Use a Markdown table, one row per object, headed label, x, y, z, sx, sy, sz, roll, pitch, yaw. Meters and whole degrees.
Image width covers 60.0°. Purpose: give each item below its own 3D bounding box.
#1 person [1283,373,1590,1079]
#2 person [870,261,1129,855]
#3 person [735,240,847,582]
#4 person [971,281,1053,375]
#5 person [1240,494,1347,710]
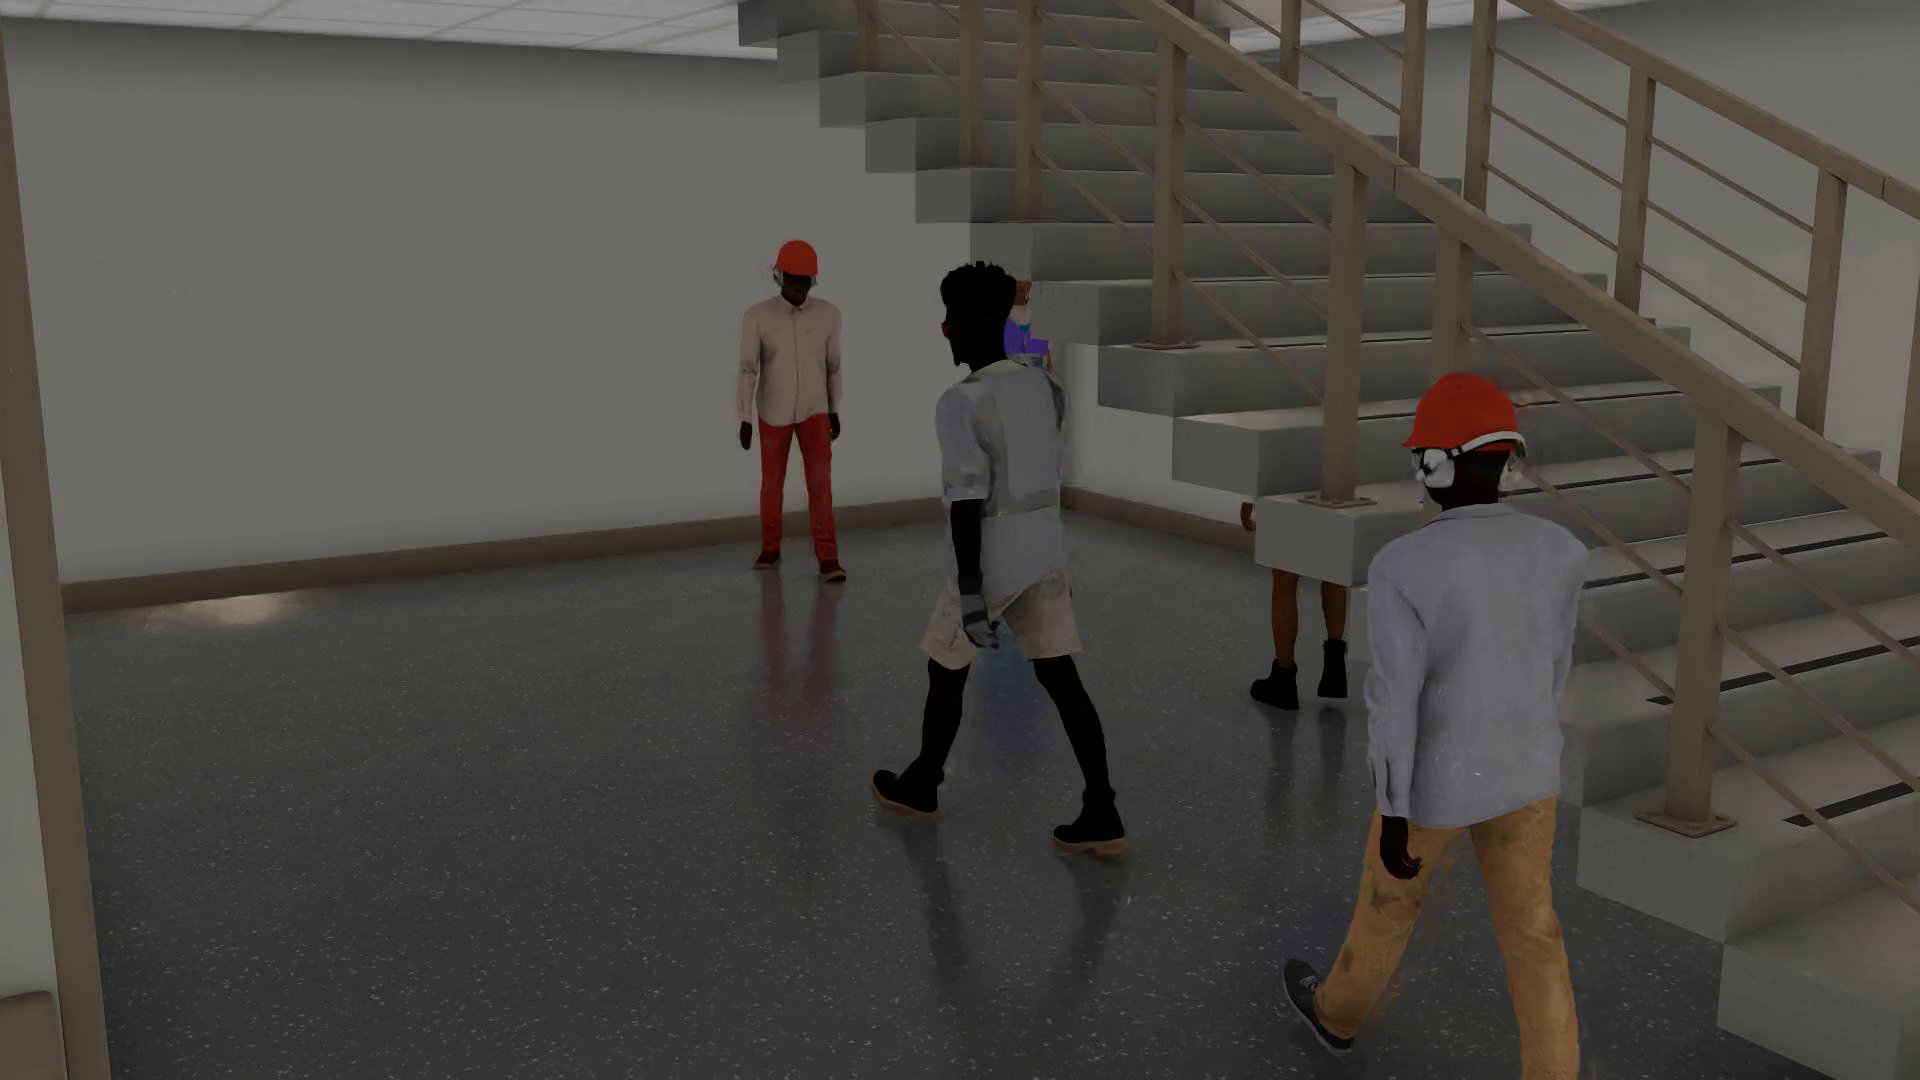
| label | x | y | z | sx | sy | sz | roll | pitch | yaw |
| --- | --- | --- | --- | --- | --- | --- | --- | --- | --- |
| person | 1.095 | 0.483 | 3.696 | 0.571 | 1.697 | 0.945 | -4 | 11 | -18 |
| person | 0.138 | 0.065 | 5.386 | 1.044 | 1.912 | 0.610 | 10 | 15 | 43 |
| person | -0.966 | -0.730 | 9.513 | 0.650 | 1.932 | 0.864 | -4 | 11 | -20 |
| person | 0.327 | -0.846 | 10.307 | 0.572 | 1.843 | 0.373 | -5 | 12 | -26 |
| person | 1.443 | -0.237 | 6.890 | 0.592 | 1.923 | 0.430 | -1 | 11 | -6 |
